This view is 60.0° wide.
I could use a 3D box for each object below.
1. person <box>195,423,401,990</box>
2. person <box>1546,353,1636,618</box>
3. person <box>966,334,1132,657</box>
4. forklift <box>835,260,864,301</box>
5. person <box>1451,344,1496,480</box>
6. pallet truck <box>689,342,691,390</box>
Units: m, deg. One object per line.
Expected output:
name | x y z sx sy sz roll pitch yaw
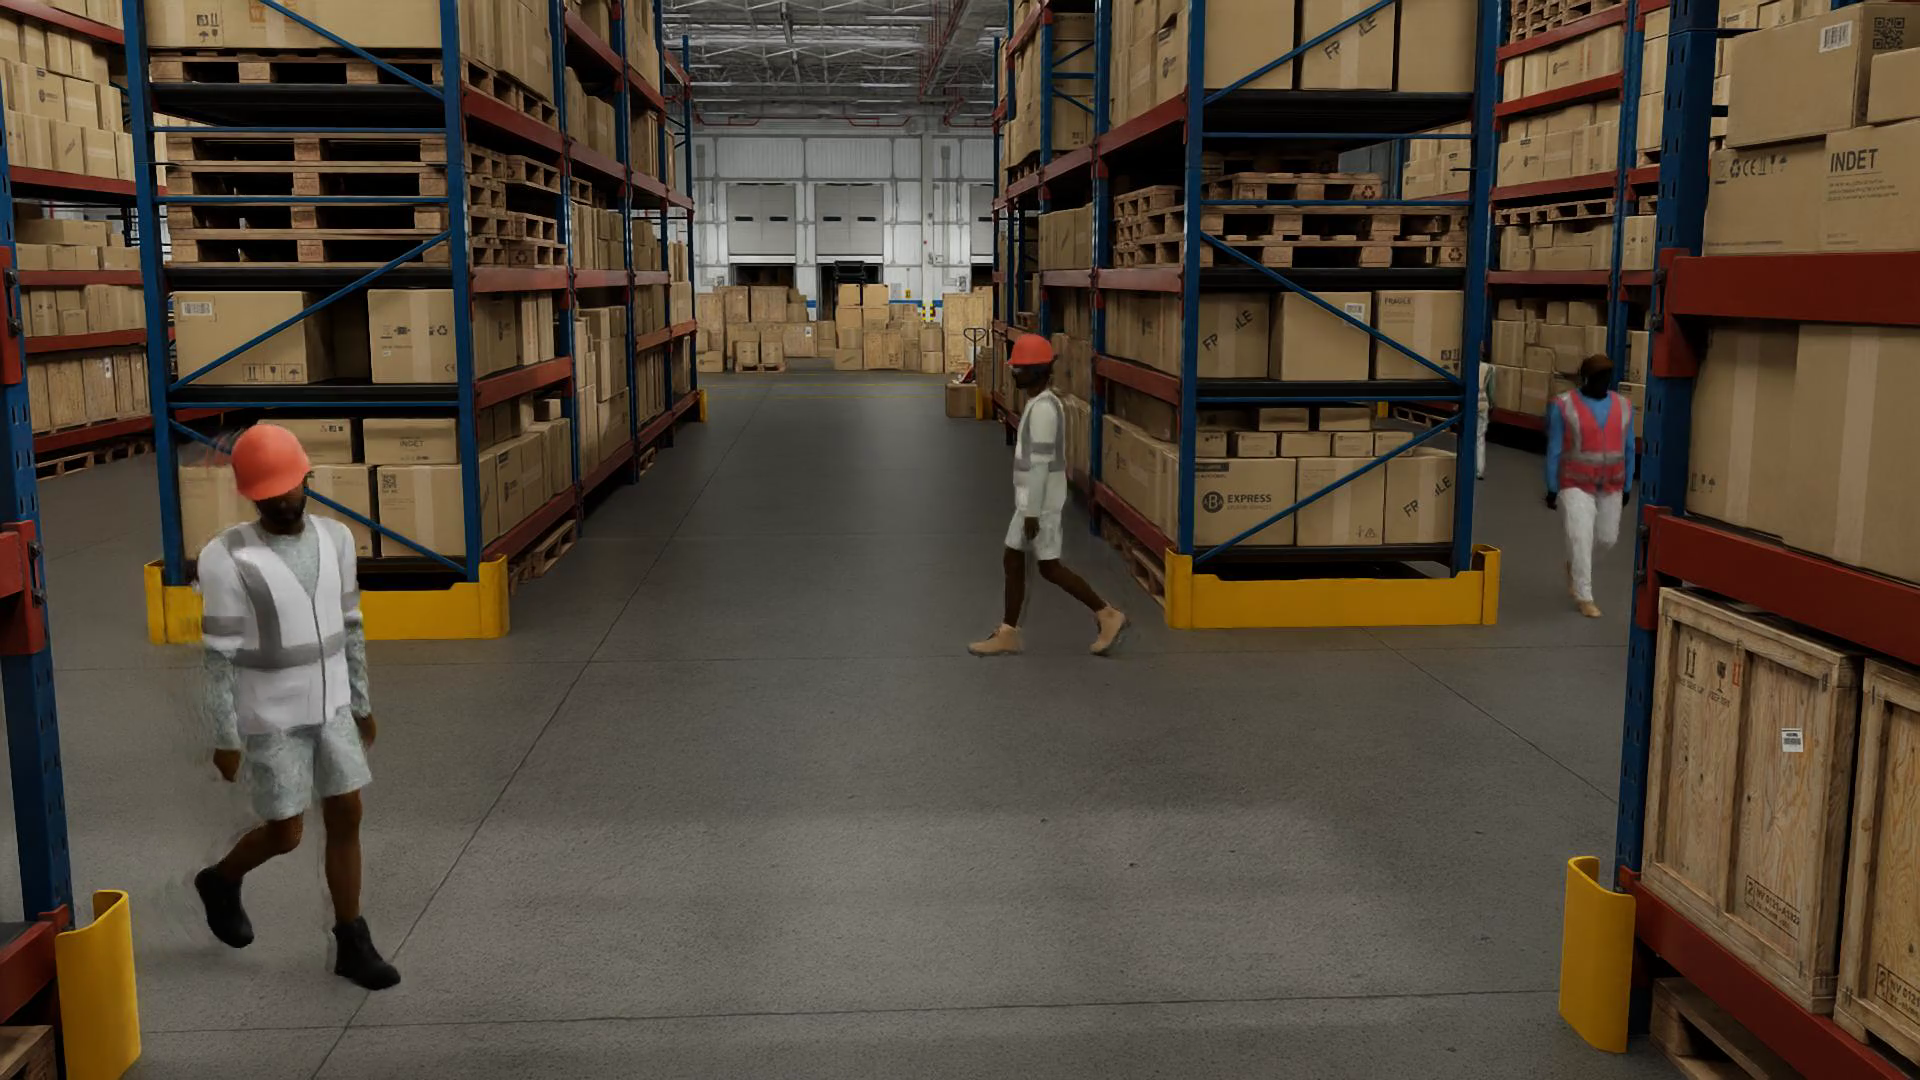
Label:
person | -2.245 0.546 5.492 0.733 1.902 0.573 5 10 29
person | 4.409 -0.404 11.688 0.637 1.822 0.726 -1 9 -4
person | 0.553 -0.254 10.166 0.947 2.016 0.615 0 9 -3
forklift | -3.478 -7.434 52.512 1.129 2.768 1.873 -1 9 -4
person | 5.972 -1.519 19.389 0.522 1.592 0.813 1 9 7
pallet truck | -5.225 -3.008 27.480 1.885 1.965 0.823 2 9 14
